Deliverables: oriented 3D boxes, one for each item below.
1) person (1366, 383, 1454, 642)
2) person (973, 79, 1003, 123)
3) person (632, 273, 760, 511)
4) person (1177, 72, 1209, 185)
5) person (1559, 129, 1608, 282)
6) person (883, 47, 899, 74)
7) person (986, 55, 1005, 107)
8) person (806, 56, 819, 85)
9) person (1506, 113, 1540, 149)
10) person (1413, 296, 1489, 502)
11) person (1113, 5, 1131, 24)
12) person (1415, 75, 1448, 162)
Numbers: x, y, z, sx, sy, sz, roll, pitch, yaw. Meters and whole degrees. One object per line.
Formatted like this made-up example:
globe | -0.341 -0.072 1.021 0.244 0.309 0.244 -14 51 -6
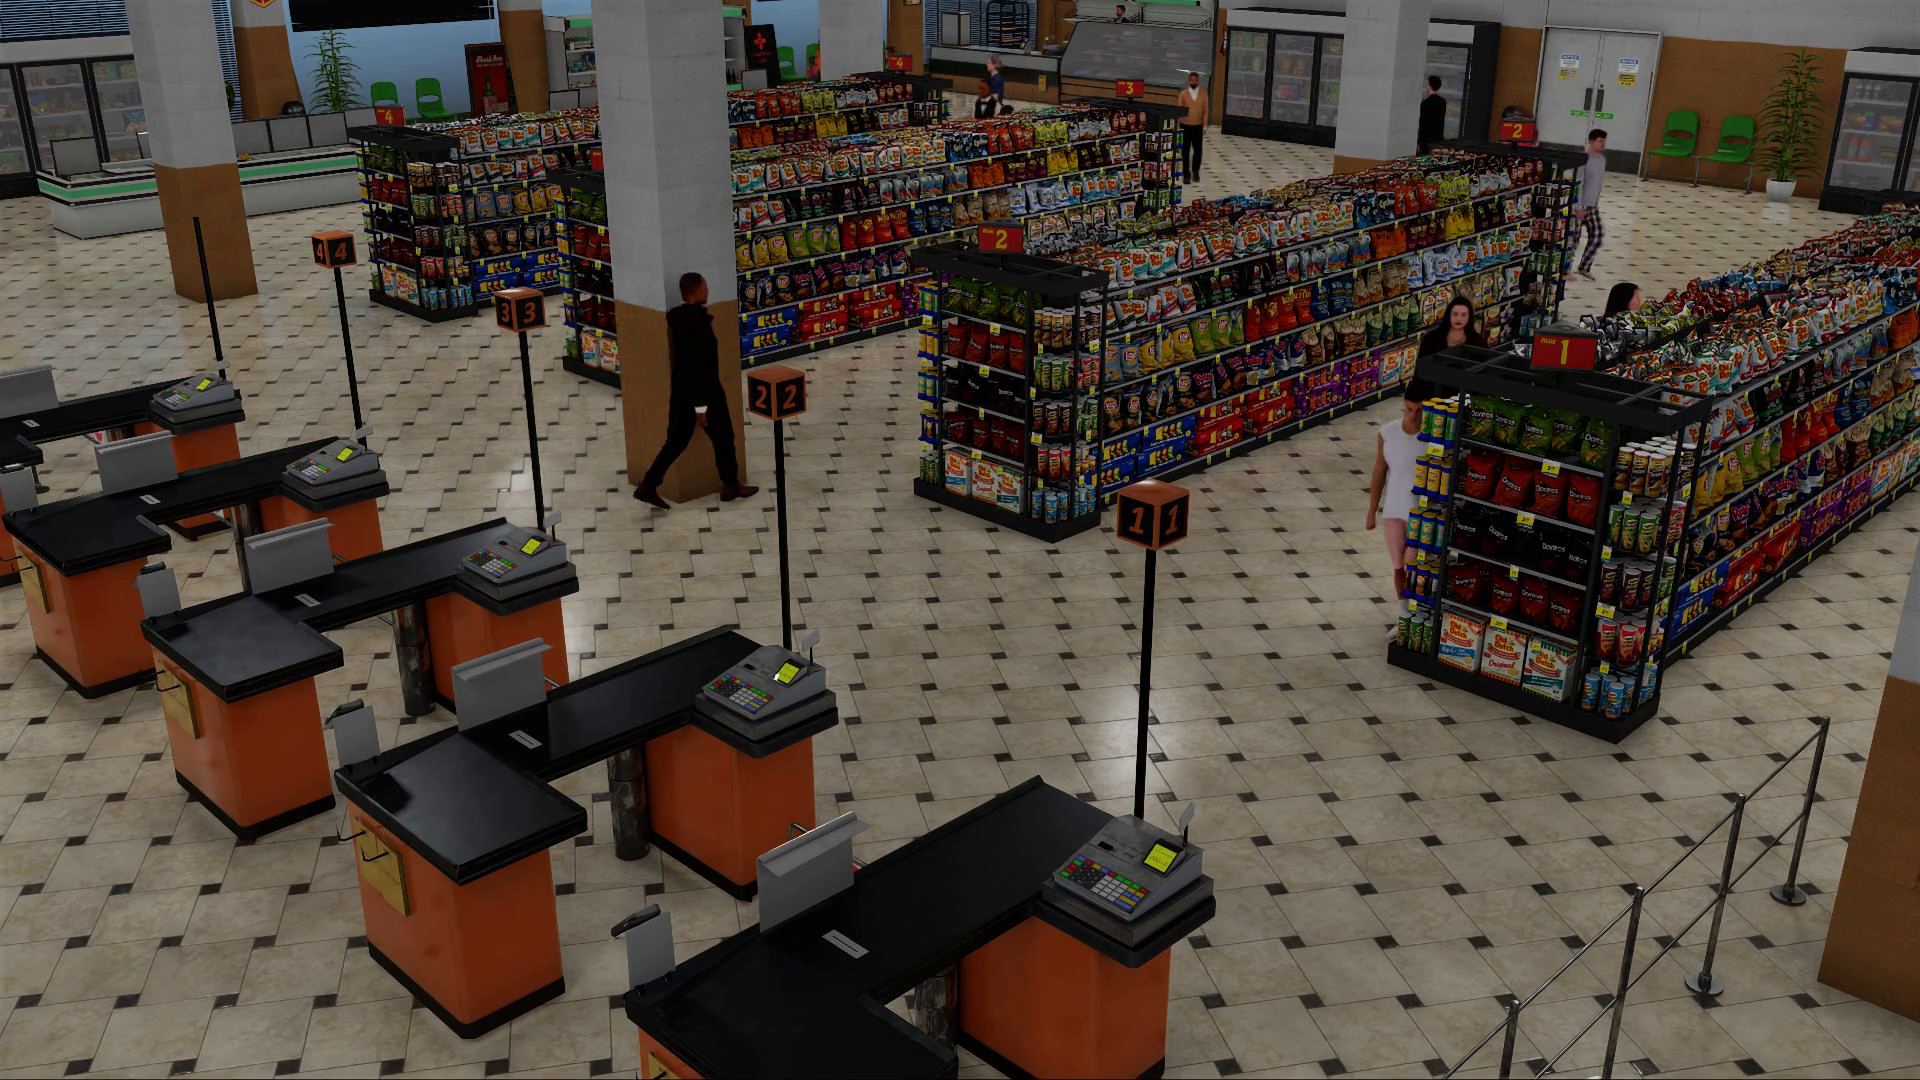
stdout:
person | 2.945 -0.187 10.700 0.724 1.753 0.682 17 27 36
person | 0.478 -5.808 24.530 0.842 1.873 1.222 15 26 32
person | -2.129 -1.104 12.826 1.278 1.871 0.740 -18 28 -38
person | 3.707 -6.618 26.721 0.804 1.741 0.855 2 22 5
person | 7.541 -4.092 20.310 0.773 1.836 0.834 -9 24 -21
person | -1.200 -8.266 30.909 0.670 1.678 1.195 17 27 36
person | 0.679 -7.158 27.937 1.197 1.837 1.083 -3 22 -6
person | -3.186 -9.929 35.927 0.475 1.022 0.555 -7 23 -16
person | 7.309 -4.704 21.869 0.836 1.809 0.906 2 22 5
person | 3.765 -1.048 12.872 0.889 1.732 1.063 10 24 22
person | 3.711 -11.416 38.495 0.548 1.866 0.626 -20 30 -41
person | 7.105 -5.979 24.951 0.909 1.876 0.885 -13 25 -29
